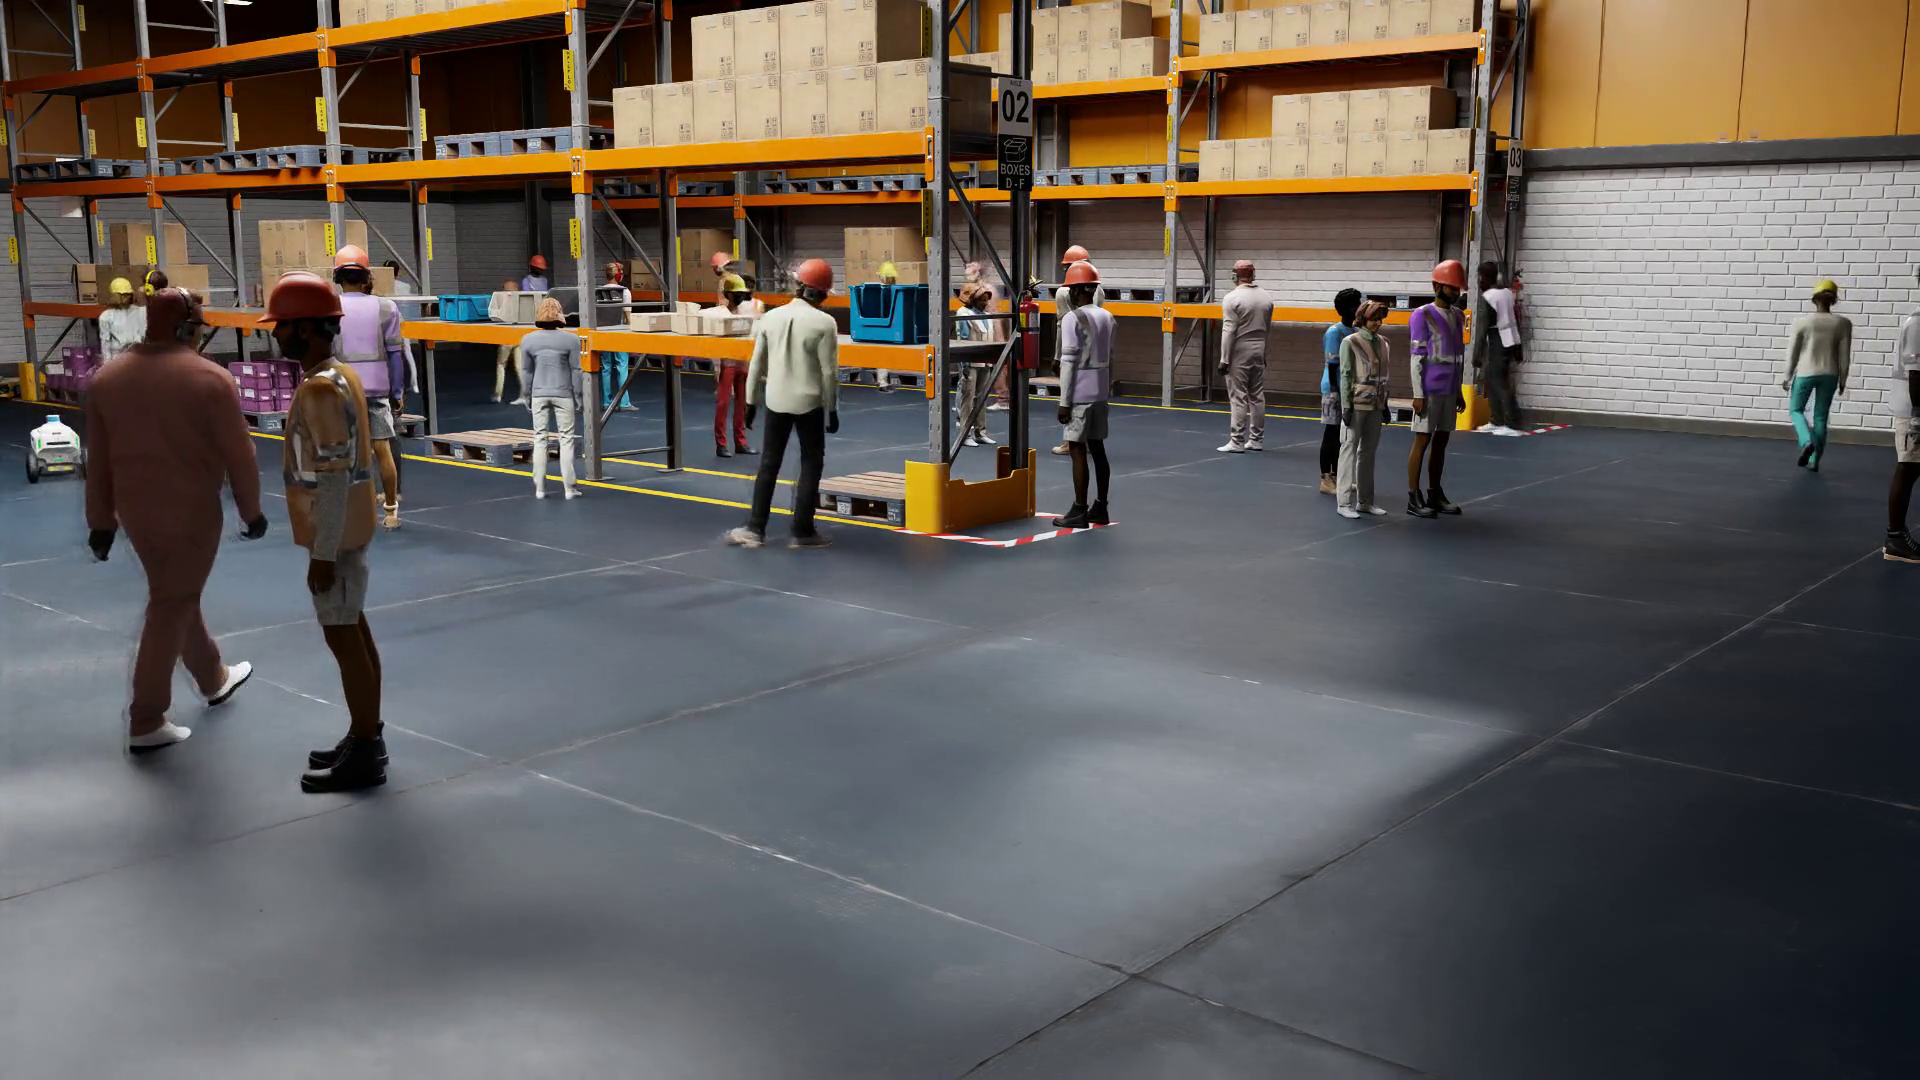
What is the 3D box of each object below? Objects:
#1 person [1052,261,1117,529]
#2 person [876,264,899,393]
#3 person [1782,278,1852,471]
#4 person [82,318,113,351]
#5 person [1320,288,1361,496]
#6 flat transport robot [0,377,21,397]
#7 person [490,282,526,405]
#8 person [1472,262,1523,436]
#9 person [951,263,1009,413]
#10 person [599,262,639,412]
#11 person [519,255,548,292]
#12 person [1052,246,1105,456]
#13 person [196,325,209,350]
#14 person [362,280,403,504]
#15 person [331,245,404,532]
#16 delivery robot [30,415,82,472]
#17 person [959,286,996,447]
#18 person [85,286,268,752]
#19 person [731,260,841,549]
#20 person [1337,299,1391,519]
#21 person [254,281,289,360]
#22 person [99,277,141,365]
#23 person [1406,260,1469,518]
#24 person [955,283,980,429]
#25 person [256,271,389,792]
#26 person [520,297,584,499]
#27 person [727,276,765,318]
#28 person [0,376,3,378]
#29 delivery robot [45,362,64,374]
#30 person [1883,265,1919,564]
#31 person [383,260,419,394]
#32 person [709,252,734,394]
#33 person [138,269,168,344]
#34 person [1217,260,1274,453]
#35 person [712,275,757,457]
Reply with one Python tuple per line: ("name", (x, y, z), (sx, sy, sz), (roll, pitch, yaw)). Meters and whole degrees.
("person", (0.890, -1.050, 12.087), (0.386, 1.932, 0.545), (9, 13, 40))
("person", (-1.045, -2.956, 23.309), (0.530, 1.807, 0.631), (5, 11, 27))
("person", (7.752, -1.481, 15.024), (0.535, 1.749, 0.477), (2, 10, 12))
("person", (-12.307, -3.006, 23.646), (0.929, 1.791, 0.586), (-6, 12, -31))
("person", (3.155, -1.219, 13.696), (0.321, 1.697, 0.530), (7, 12, 36))
("flat transport robot", (-13.137, -2.082, 22.673), (0.652, 0.197, 1.431), (-2, 10, -13))
("person", (-5.879, -2.551, 21.606), (0.697, 1.582, 0.564), (6, 12, 30))
("person", (5.812, -2.056, 17.956), (0.659, 1.873, 0.609), (8, 13, 38))
("person", (0.265, -2.489, 20.549), (0.842, 1.844, 0.668), (-3, 11, -18))
("person", (-4.271, -2.495, 20.539), (0.575, 1.843, 0.374), (5, 11, 26))
("person", (-6.793, -3.597, 26.628), (0.484, 1.908, 0.572), (6, 11, 29))
("person", (1.130, -1.842, 16.262), (0.606, 2.044, 0.374), (-9, 14, -43))
("person", (-10.632, -2.912, 22.891), (0.535, 1.849, 0.524), (-9, 14, -43))
("person", (-4.701, -1.184, 13.139), (0.654, 1.828, 0.586), (6, 11, 29))
("person", (-4.265, -1.057, 11.792), (0.614, 2.041, 0.393), (-6, 12, -32))
("delivery robot", (-7.943, -0.853, 14.599), (0.477, 0.478, 0.707), (-6, 12, -32))
("person", (0.179, -1.778, 17.049), (0.310, 1.640, 0.514), (8, 13, 38))
("person", (-3.199, -0.114, 6.943), (0.647, 1.856, 0.992), (3, 10, 16))
("person", (-1.176, -0.907, 11.238), (0.799, 1.948, 0.473), (4, 11, 24))
("person", (3.047, -0.987, 12.543), (0.511, 1.640, 0.308), (-7, 12, -36))
("person", (-9.667, -3.068, 23.669), (0.612, 1.884, 0.925), (-6, 12, -31))
("person", (-8.577, -1.839, 17.128), (0.563, 1.726, 0.505), (9, 14, 43))
("person", (3.623, -1.136, 12.551), (0.543, 1.935, 0.366), (-7, 12, -35))
("person", (0.115, -2.066, 18.705), (0.264, 1.631, 0.508), (5, 11, 25))
("person", (-2.377, -0.027, 6.225), (0.376, 1.936, 0.549), (-2, 10, -12))
("person", (-3.289, -1.137, 13.440), (0.499, 1.629, 0.287), (1, 10, 4))
("person", (-2.669, -2.522, 21.181), (0.553, 1.661, 0.795), (-7, 12, -34))
("person", (-13.539, -2.897, 22.946), (0.906, 1.802, 0.626), (-5, 11, -25))
("delivery robot", (-12.292, -2.352, 23.132), (0.707, 0.478, 0.477), (-2, 10, -14))
("person", (6.224, -0.840, 10.778), (0.368, 1.966, 0.603), (6, 12, 30))
("person", (-7.853, -2.958, 23.176), (0.361, 1.856, 0.532), (7, 12, 34))
("person", (-3.184, -2.979, 22.958), (0.526, 1.969, 0.613), (0, 10, 1))
("person", (-7.154, -1.507, 14.944), (0.850, 1.841, 0.546), (3, 10, 18))
("person", (2.794, -1.810, 16.479), (0.642, 1.905, 0.399), (-7, 12, -36))
("person", (-2.181, -1.689, 16.183), (0.326, 1.767, 0.533), (9, 14, 42))
